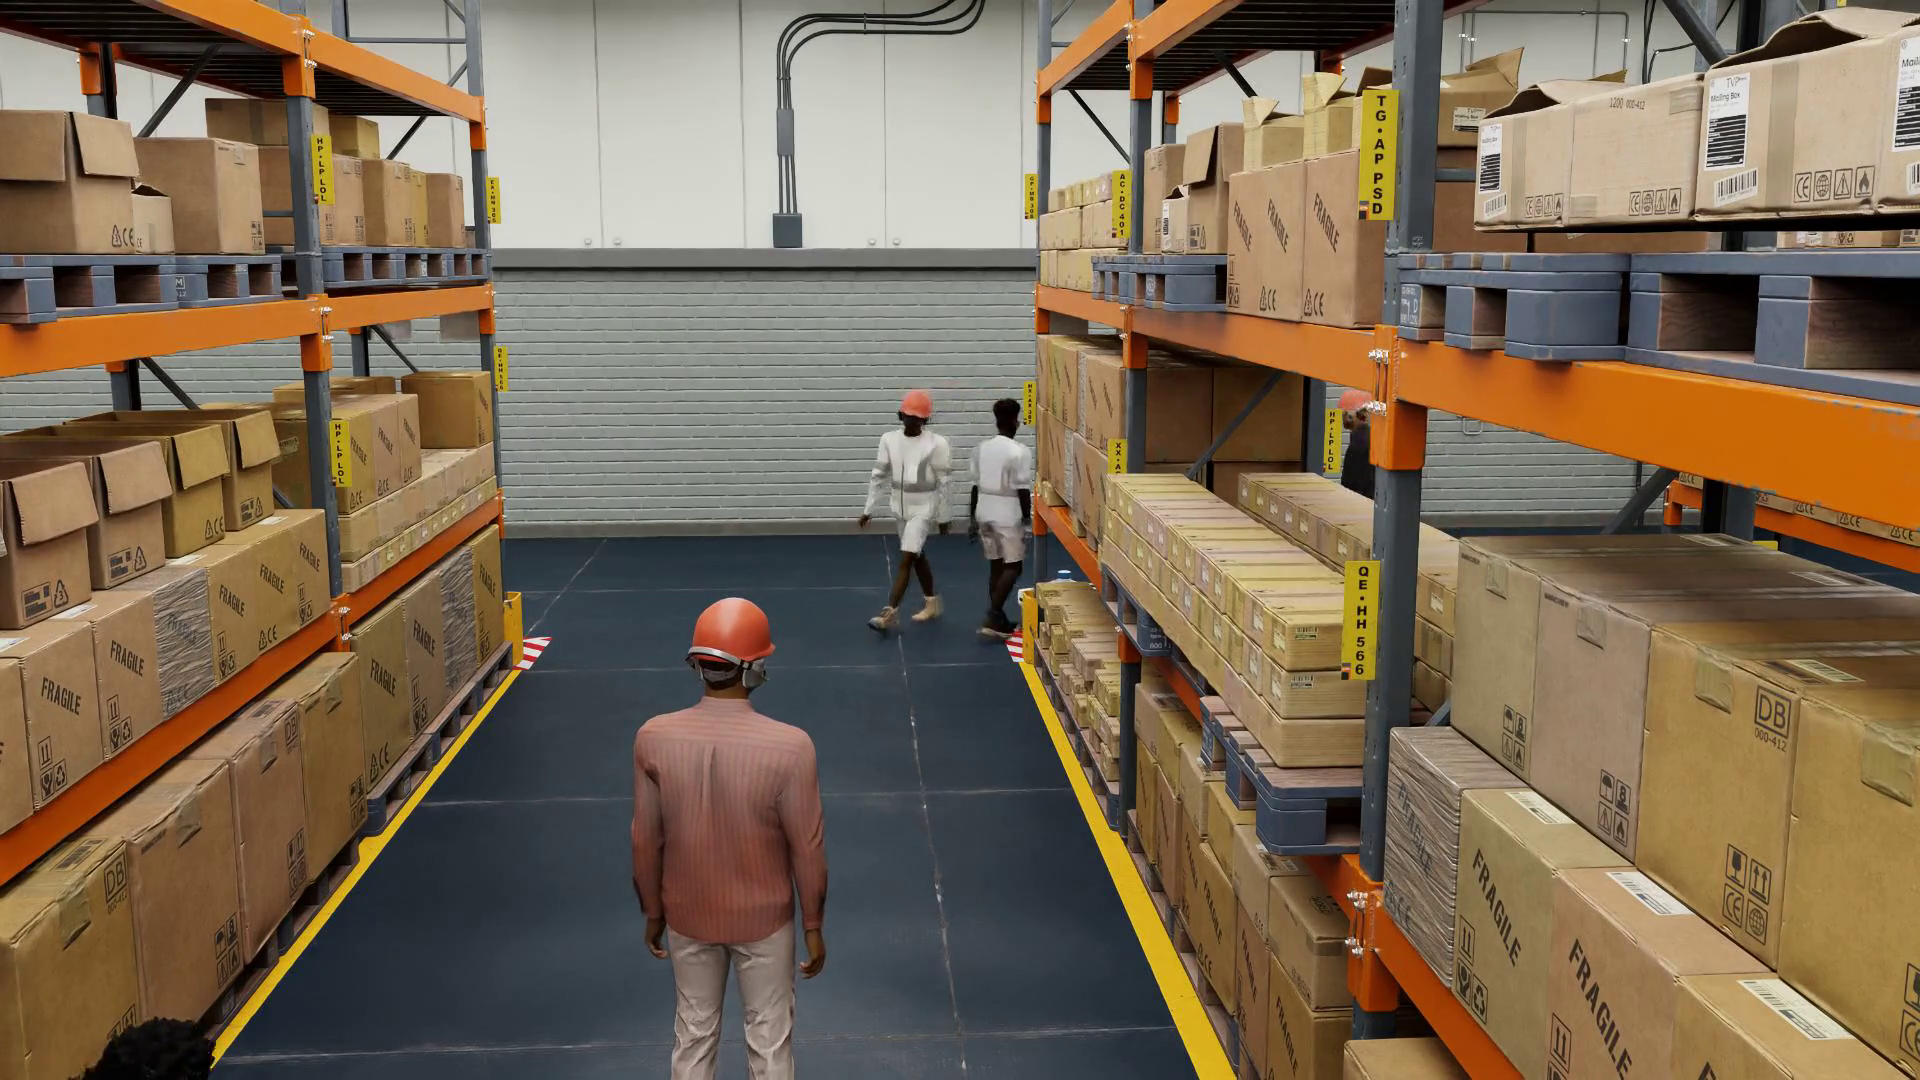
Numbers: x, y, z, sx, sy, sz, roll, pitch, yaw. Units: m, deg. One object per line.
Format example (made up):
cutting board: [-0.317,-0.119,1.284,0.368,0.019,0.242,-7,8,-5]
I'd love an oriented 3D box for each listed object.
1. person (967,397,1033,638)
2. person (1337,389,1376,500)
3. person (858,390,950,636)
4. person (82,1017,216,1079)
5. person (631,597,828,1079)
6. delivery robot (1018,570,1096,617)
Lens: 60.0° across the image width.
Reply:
person: [0.299,-0.175,13.343,0.596,1.931,0.614,-9,13,-43]
person: [3.352,-0.254,13.670,0.638,1.963,0.663,5,11,26]
person: [-0.439,-0.225,13.465,0.663,1.971,1.043,6,11,32]
person: [-1.451,1.684,3.094,0.549,1.670,0.640,2,10,11]
person: [-0.708,1.164,5.227,0.623,1.992,0.391,2,10,13]
delivery robot: [0.823,0.485,13.179,0.707,0.478,0.477,-4,10,-22]
